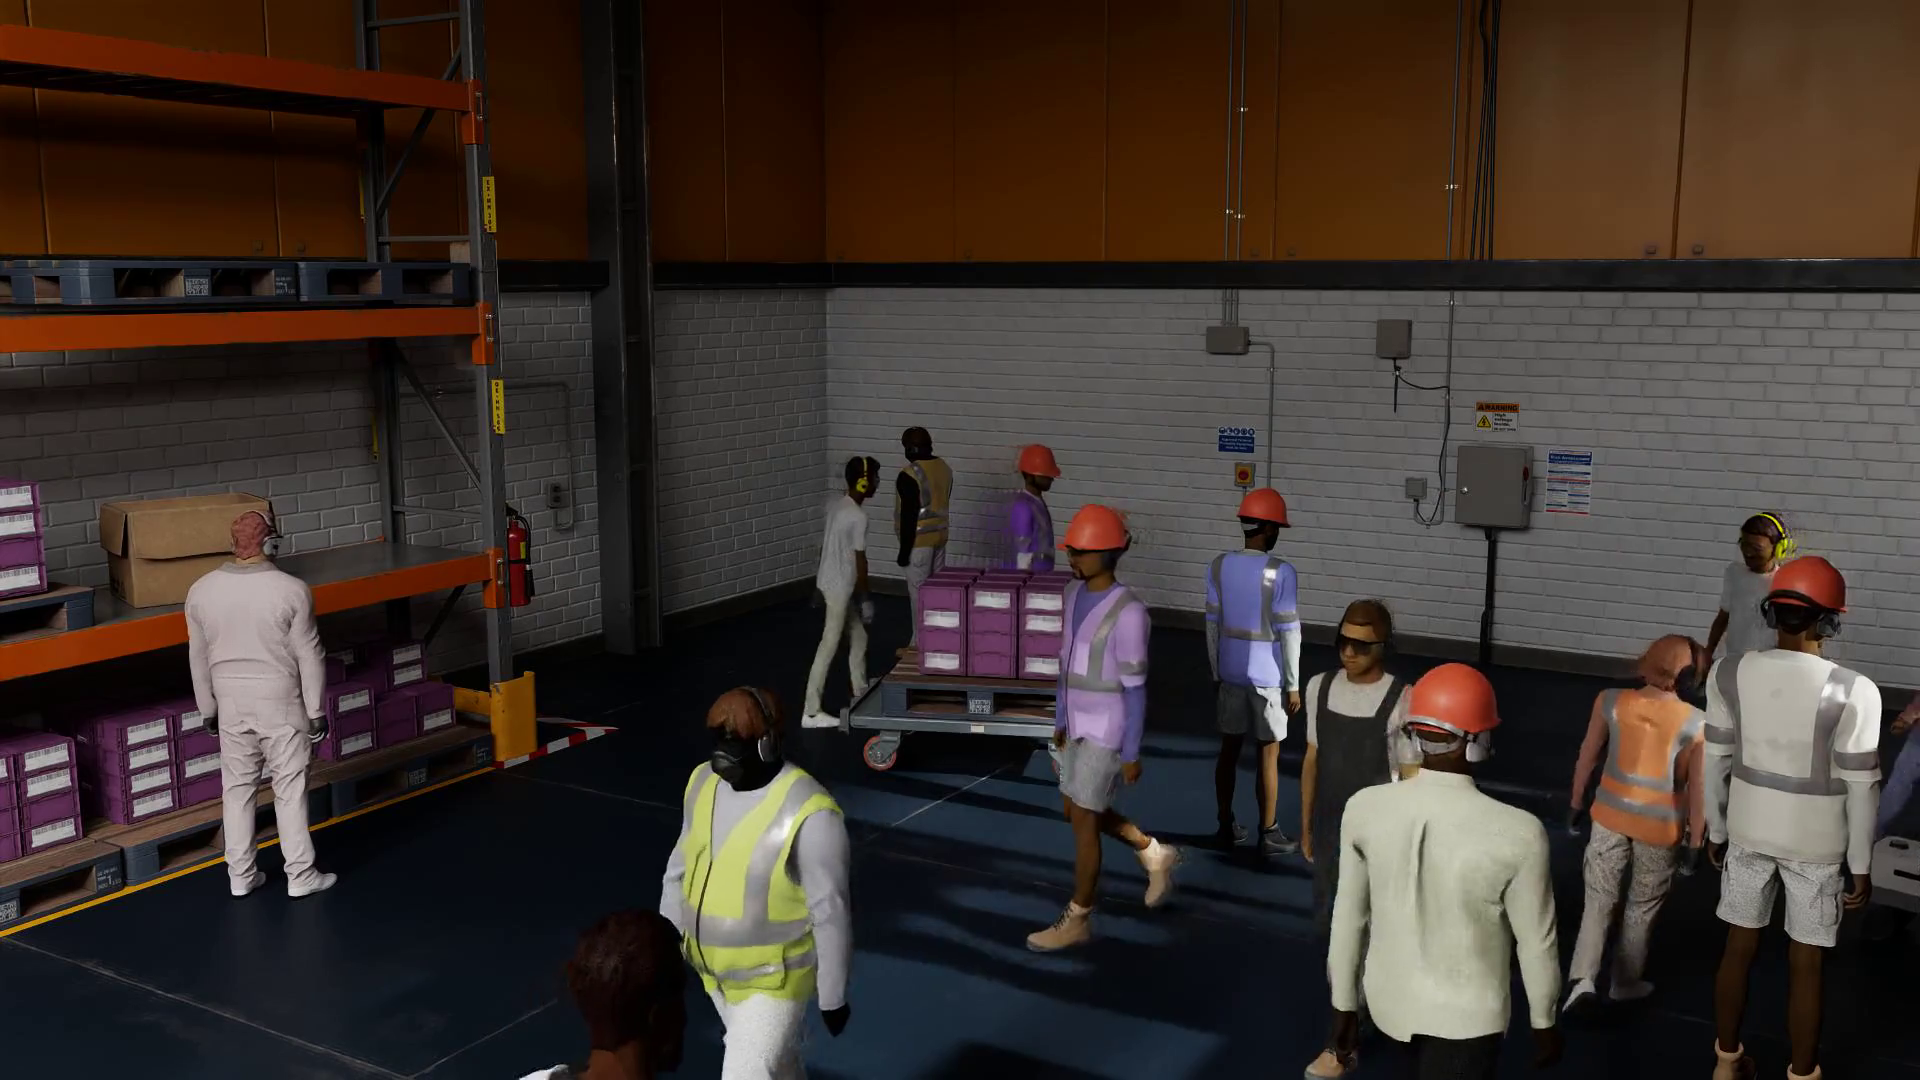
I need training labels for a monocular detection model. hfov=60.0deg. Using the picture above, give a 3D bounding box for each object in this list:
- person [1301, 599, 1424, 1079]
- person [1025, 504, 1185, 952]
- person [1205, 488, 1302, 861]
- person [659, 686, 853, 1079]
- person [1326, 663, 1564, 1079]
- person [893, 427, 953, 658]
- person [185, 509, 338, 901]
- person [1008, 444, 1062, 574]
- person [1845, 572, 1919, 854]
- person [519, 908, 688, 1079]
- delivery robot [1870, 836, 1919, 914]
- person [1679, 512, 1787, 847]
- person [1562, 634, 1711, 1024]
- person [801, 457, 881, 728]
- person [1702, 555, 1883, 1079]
[{"bbox_3d":[1.561,1.107,6.398,0.510,1.826,0.738,8,12,42],"label":"person"},{"bbox_3d":[0.673,0.830,7.492,0.764,2.028,0.619,-4,10,-21],"label":"person"},{"bbox_3d":[1.541,0.692,8.655,0.543,1.927,0.375,8,12,42],"label":"person"},{"bbox_3d":[-0.710,1.338,5.016,0.914,1.803,0.632,-9,12,-43],"label":"person"},{"bbox_3d":[1.345,1.320,4.713,0.607,1.950,1.037,9,13,44],"label":"person"},{"bbox_3d":[-0.310,0.022,13.127,0.430,1.837,0.623,6,11,31],"label":"person"},{"bbox_3d":[-3.364,0.798,8.064,0.652,1.904,0.402,1,9,6],"label":"person"},{"bbox_3d":[0.412,0.274,11.369,0.801,1.902,0.561,1,9,9],"label":"person"},{"bbox_3d":[4.877,0.862,8.280,0.959,1.705,0.530,3,10,19],"label":"person"},{"bbox_3d":[-0.603,1.602,3.022,0.622,1.905,0.552,8,12,39],"label":"person"},{"bbox_3d":[4.457,1.527,7.422,0.477,0.478,0.707,-8,12,-41],"label":"delivery robot"},{"bbox_3d":[4.252,0.725,8.830,0.928,1.815,0.603,-3,9,-16],"label":"person"},{"bbox_3d":[2.701,1.165,6.674,0.565,1.611,0.640,7,12,38],"label":"person"},{"bbox_3d":[-0.710,0.353,11.097,0.801,1.818,0.510,-3,10,-18],"label":"person"},{"bbox_3d":[2.974,1.066,5.976,0.378,2.040,0.607,-8,12,-41],"label":"person"}]
